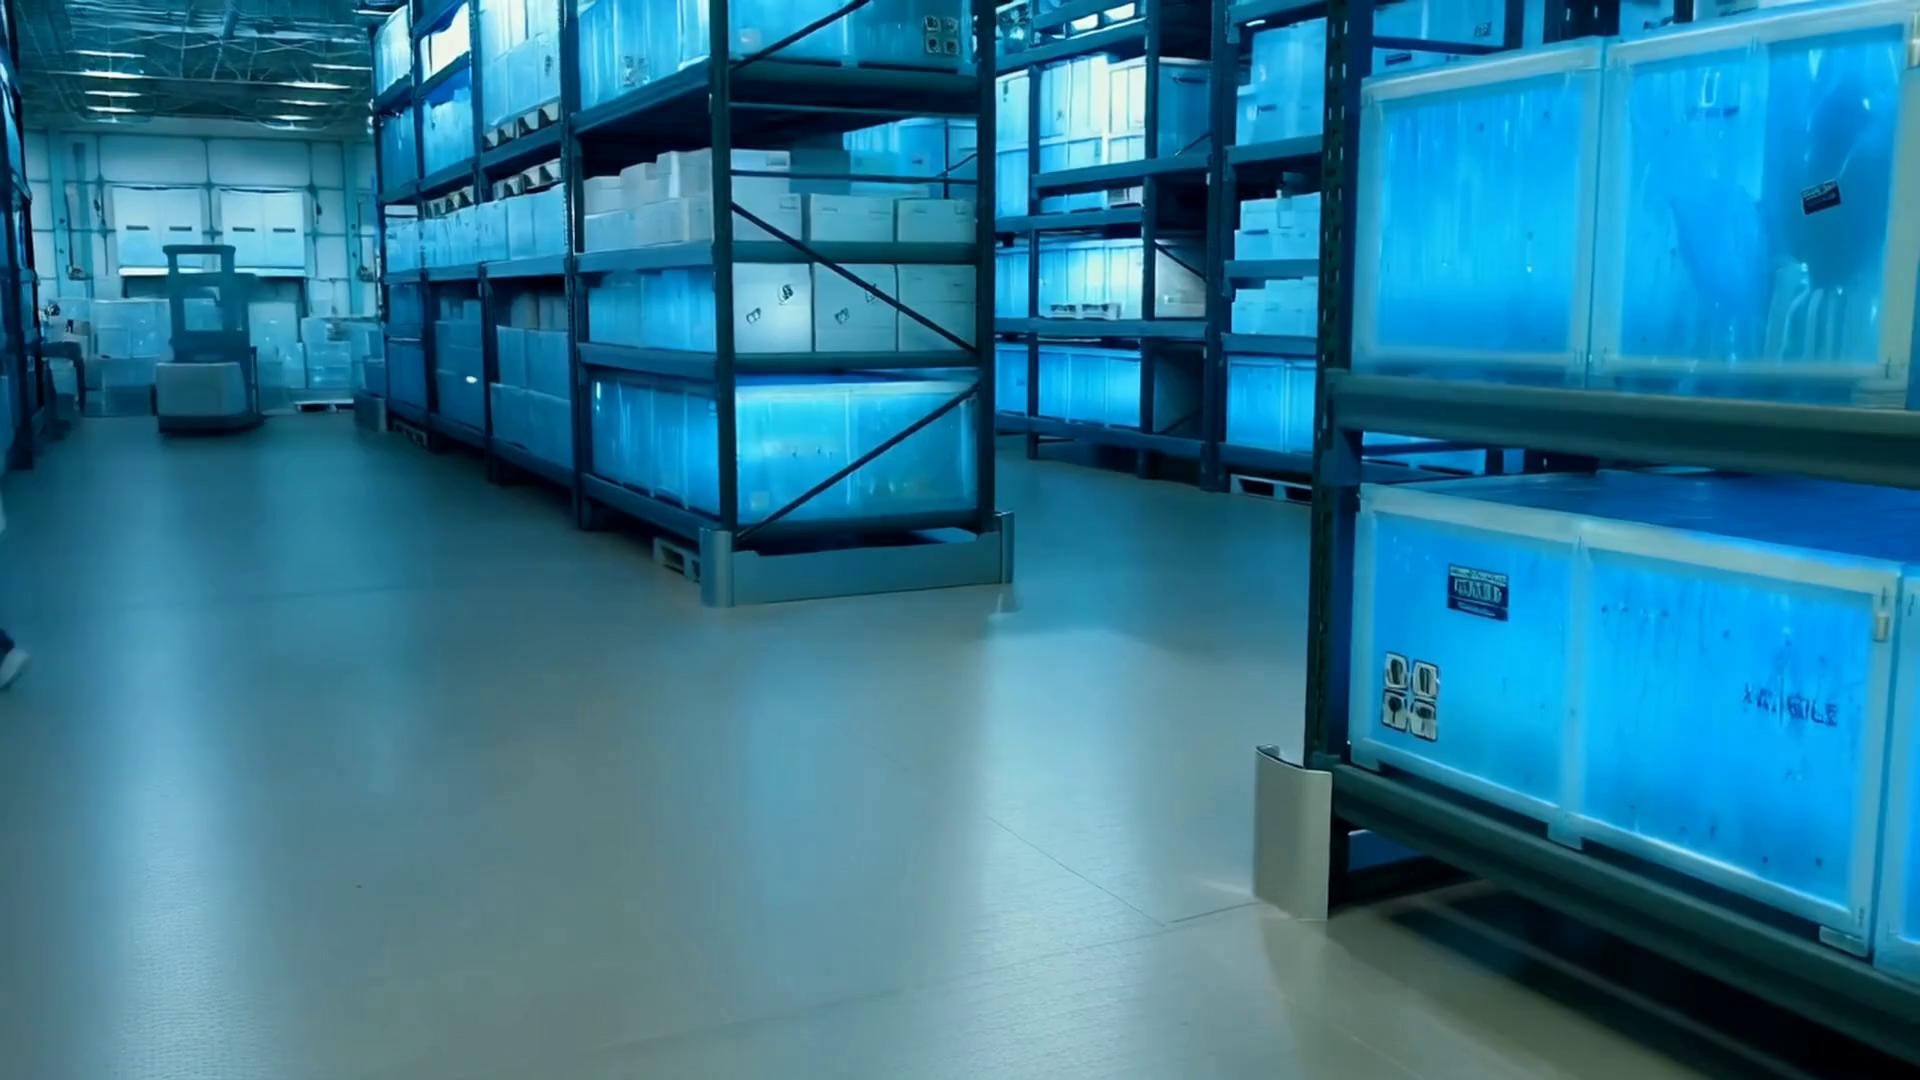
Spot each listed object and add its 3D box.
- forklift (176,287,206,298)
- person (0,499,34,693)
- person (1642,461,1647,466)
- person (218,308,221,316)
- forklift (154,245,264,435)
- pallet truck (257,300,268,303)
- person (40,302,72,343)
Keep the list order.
[{"bbox_3d":[-23.801,-6.887,51.578,1.873,2.768,1.129,6,10,37],"label":"forklift"},{"bbox_3d":[-4.991,-0.023,8.345,0.356,1.688,0.535,-4,9,-23],"label":"person"},{"bbox_3d":[8.053,-1.807,19.905,0.643,1.905,0.399,0,8,-2],"label":"person"},{"bbox_3d":[-15.291,-3.895,34.508,0.635,1.842,0.429,7,11,41],"label":"person"},{"bbox_3d":[-11.336,-3.027,24.960,1.129,2.768,1.873,-1,8,-10],"label":"forklift"},{"bbox_3d":[-23.913,-7.404,58.171,1.885,1.965,0.823,-1,8,-9],"label":"pallet truck"},{"bbox_3d":[-20.500,-4.416,37.768,0.629,1.940,0.376,-4,9,-24],"label":"person"}]
